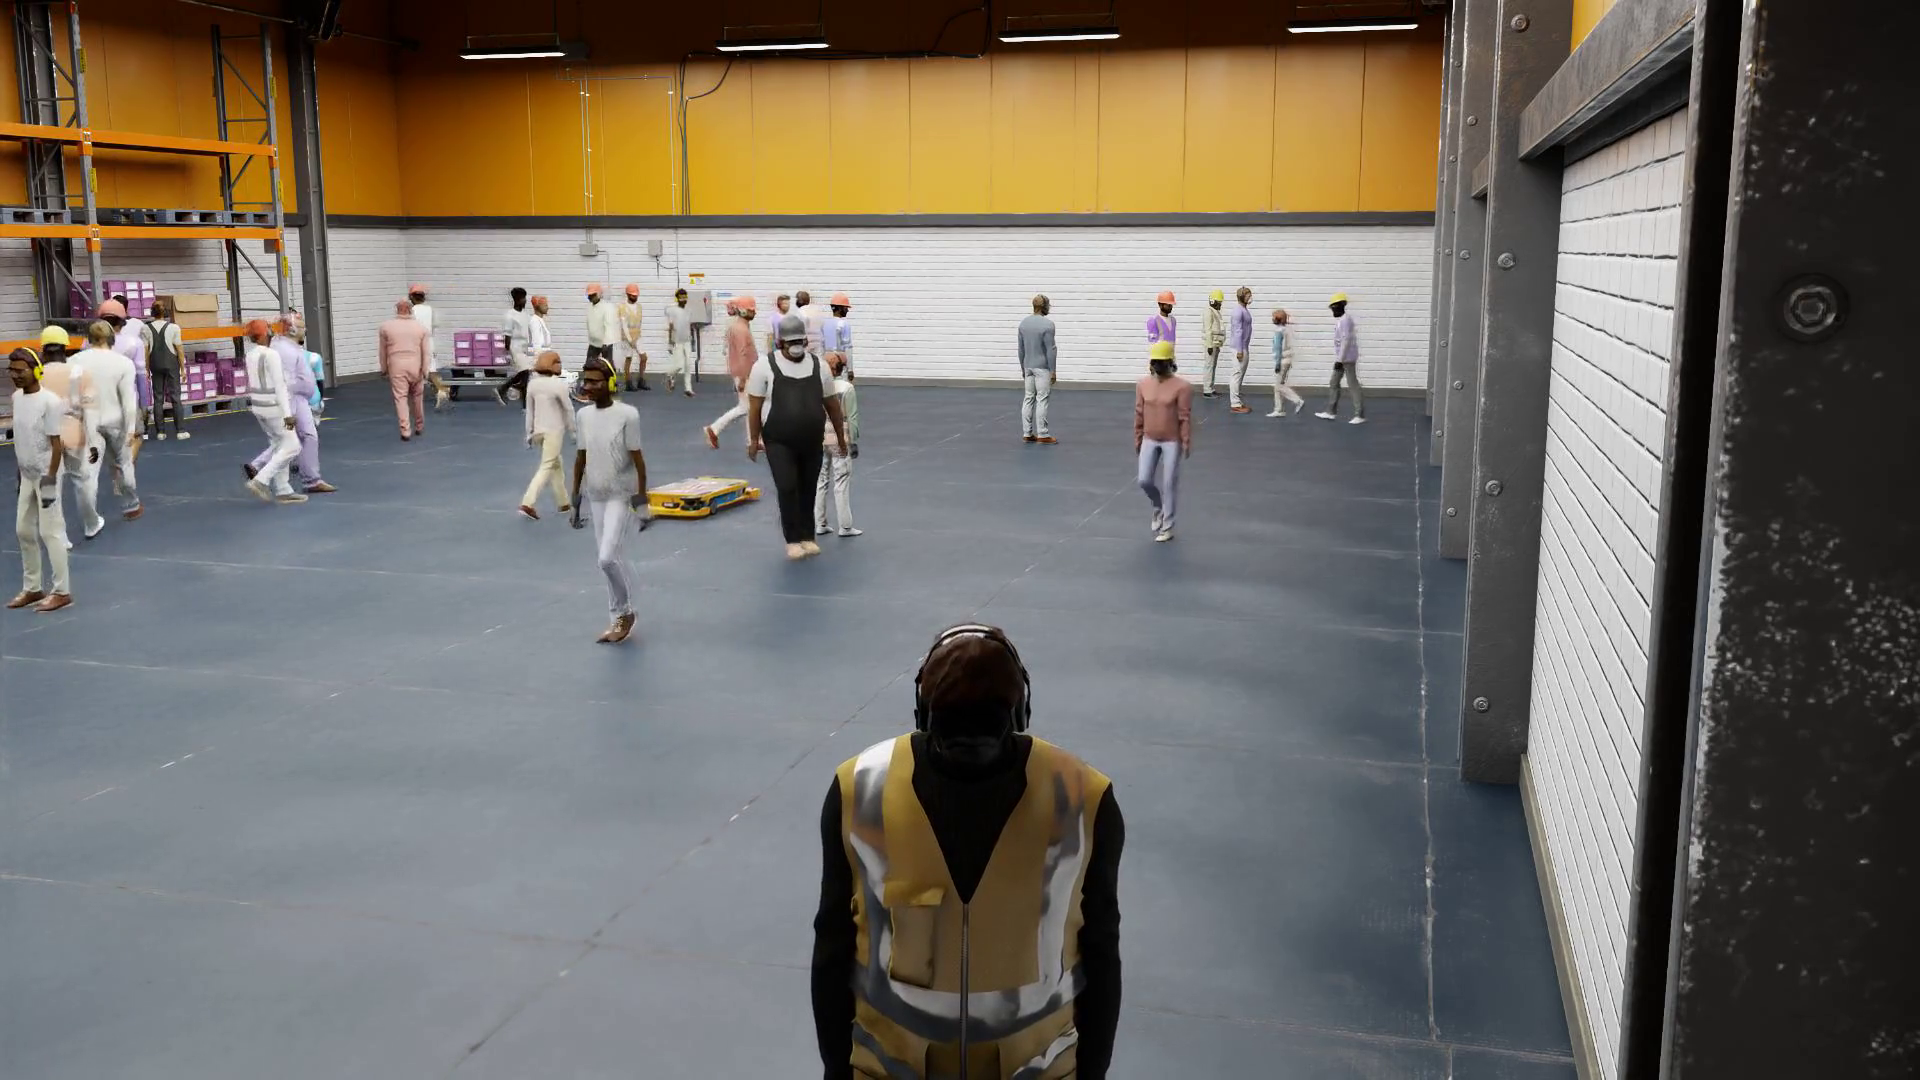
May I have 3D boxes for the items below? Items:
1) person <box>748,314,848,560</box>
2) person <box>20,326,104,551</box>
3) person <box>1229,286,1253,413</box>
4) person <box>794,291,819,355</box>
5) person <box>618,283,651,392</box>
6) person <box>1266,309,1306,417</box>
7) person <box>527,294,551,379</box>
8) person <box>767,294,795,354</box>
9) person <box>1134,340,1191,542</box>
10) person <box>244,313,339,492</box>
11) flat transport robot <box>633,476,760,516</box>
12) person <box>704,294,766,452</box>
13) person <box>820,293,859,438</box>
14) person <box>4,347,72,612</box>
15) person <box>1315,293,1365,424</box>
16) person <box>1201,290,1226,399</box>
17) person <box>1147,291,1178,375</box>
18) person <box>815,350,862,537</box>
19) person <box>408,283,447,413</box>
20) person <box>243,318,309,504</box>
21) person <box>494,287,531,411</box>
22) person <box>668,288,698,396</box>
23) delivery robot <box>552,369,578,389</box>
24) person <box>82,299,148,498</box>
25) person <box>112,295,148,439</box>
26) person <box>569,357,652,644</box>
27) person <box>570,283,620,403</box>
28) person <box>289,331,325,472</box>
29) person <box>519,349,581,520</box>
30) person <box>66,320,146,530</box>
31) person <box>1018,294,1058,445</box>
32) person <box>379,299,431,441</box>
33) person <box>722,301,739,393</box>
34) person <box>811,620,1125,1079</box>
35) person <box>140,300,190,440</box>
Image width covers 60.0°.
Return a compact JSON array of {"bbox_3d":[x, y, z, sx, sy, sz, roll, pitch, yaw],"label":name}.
[{"bbox_3d":[-1.298,-0.849,13.559,0.811,2.000,0.689,-4,11,-23],"label":"person"},{"bbox_3d":[-7.618,-0.870,14.133,0.608,1.872,0.979,-2,10,-13],"label":"person"},{"bbox_3d":[4.330,-2.920,25.576,0.372,1.940,0.632,3,10,16],"label":"person"},{"bbox_3d":[-2.544,-3.154,27.223,0.430,1.830,0.633,5,11,27],"label":"person"},{"bbox_3d":[-5.724,-3.541,29.171,0.619,1.904,0.560,8,13,39],"label":"person"},{"bbox_3d":[4.866,-2.620,24.738,0.514,1.624,0.537,3,11,19],"label":"person"},{"bbox_3d":[-5.878,-2.485,23.265,0.337,1.882,0.585,-2,10,-11],"label":"person"},{"bbox_3d":[-2.788,-2.899,25.783,0.640,1.829,0.572,8,13,39],"label":"person"},{"bbox_3d":[1.761,-0.860,14.436,0.539,1.755,0.464,5,11,27],"label":"person"},{"bbox_3d":[-6.944,-1.402,17.159,0.822,1.879,0.653,-4,11,-24],"label":"person"},{"bbox_3d":[-2.550,-0.434,16.217,0.652,0.197,1.431,3,11,18],"label":"flat transport robot"},{"bbox_3d":[-2.742,-2.041,20.522,0.771,1.974,0.625,-1,10,-7],"label":"person"},{"bbox_3d":[-1.611,-2.314,22.166,0.542,1.931,0.376,9,14,42],"label":"person"},{"bbox_3d":[-6.486,-0.421,11.662,0.569,1.856,0.383,5,11,27],"label":"person"},{"bbox_3d":[5.571,-2.633,24.172,0.709,1.872,0.664,1,10,4],"label":"person"},{"bbox_3d":[4.283,-3.302,28.069,0.403,1.822,0.588,4,11,20],"label":"person"},{"bbox_3d":[2.876,-2.533,23.393,0.553,1.934,0.364,-10,14,-43],"label":"person"},{"bbox_3d":[-1.117,-0.844,14.659,0.515,1.642,0.314,7,12,33],"label":"person"},{"bbox_3d":[-8.190,-2.915,25.390,0.601,2.007,0.898,-9,14,-43],"label":"person"},{"bbox_3d":[-6.759,-1.252,16.362,0.614,1.852,0.564,10,14,43],"label":"person"},{"bbox_3d":[-6.917,-2.965,25.839,0.746,1.935,0.623,2,10,12],"label":"person"},{"bbox_3d":[-4.760,-3.366,28.357,0.509,1.848,0.601,9,14,43],"label":"person"},{"bbox_3d":[-6.853,-2.743,28.223,0.707,0.478,0.477,0,10,1],"label":"delivery robot"},{"bbox_3d":[-8.521,-1.413,16.809,0.616,2.030,0.517,-2,10,-10],"label":"person"},{"bbox_3d":[-10.957,-2.255,21.868,0.391,1.920,0.593,4,11,21],"label":"person"},{"bbox_3d":[-2.269,-0.241,10.633,0.563,1.853,0.451,6,12,30],"label":"person"},{"bbox_3d":[-5.925,-3.189,27.059,0.632,1.944,0.976,6,12,32],"label":"person"},{"bbox_3d":[-7.382,-1.558,18.603,0.540,1.679,0.625,-3,10,-14],"label":"person"},{"bbox_3d":[-3.894,-0.997,15.658,0.496,1.592,0.849,7,12,34],"label":"person"},{"bbox_3d":[-7.795,-1.050,15.132,0.638,1.894,1.014,-1,10,-8],"label":"person"},{"bbox_3d":[1.014,-2.197,21.482,0.353,1.937,0.635,-9,13,-40],"label":"person"},{"bbox_3d":[-7.396,-2.275,22.195,0.641,1.843,1.031,-4,11,-20],"label":"person"},{"bbox_3d":[-3.843,-3.350,28.909,0.422,1.616,0.531,8,13,37],"label":"person"},{"bbox_3d":[0.014,1.063,3.310,0.624,1.840,0.429,0,10,1],"label":"person"},{"bbox_3d":[-10.517,-2.241,21.995,0.504,1.847,0.345,-2,10,-12],"label":"person"}]
